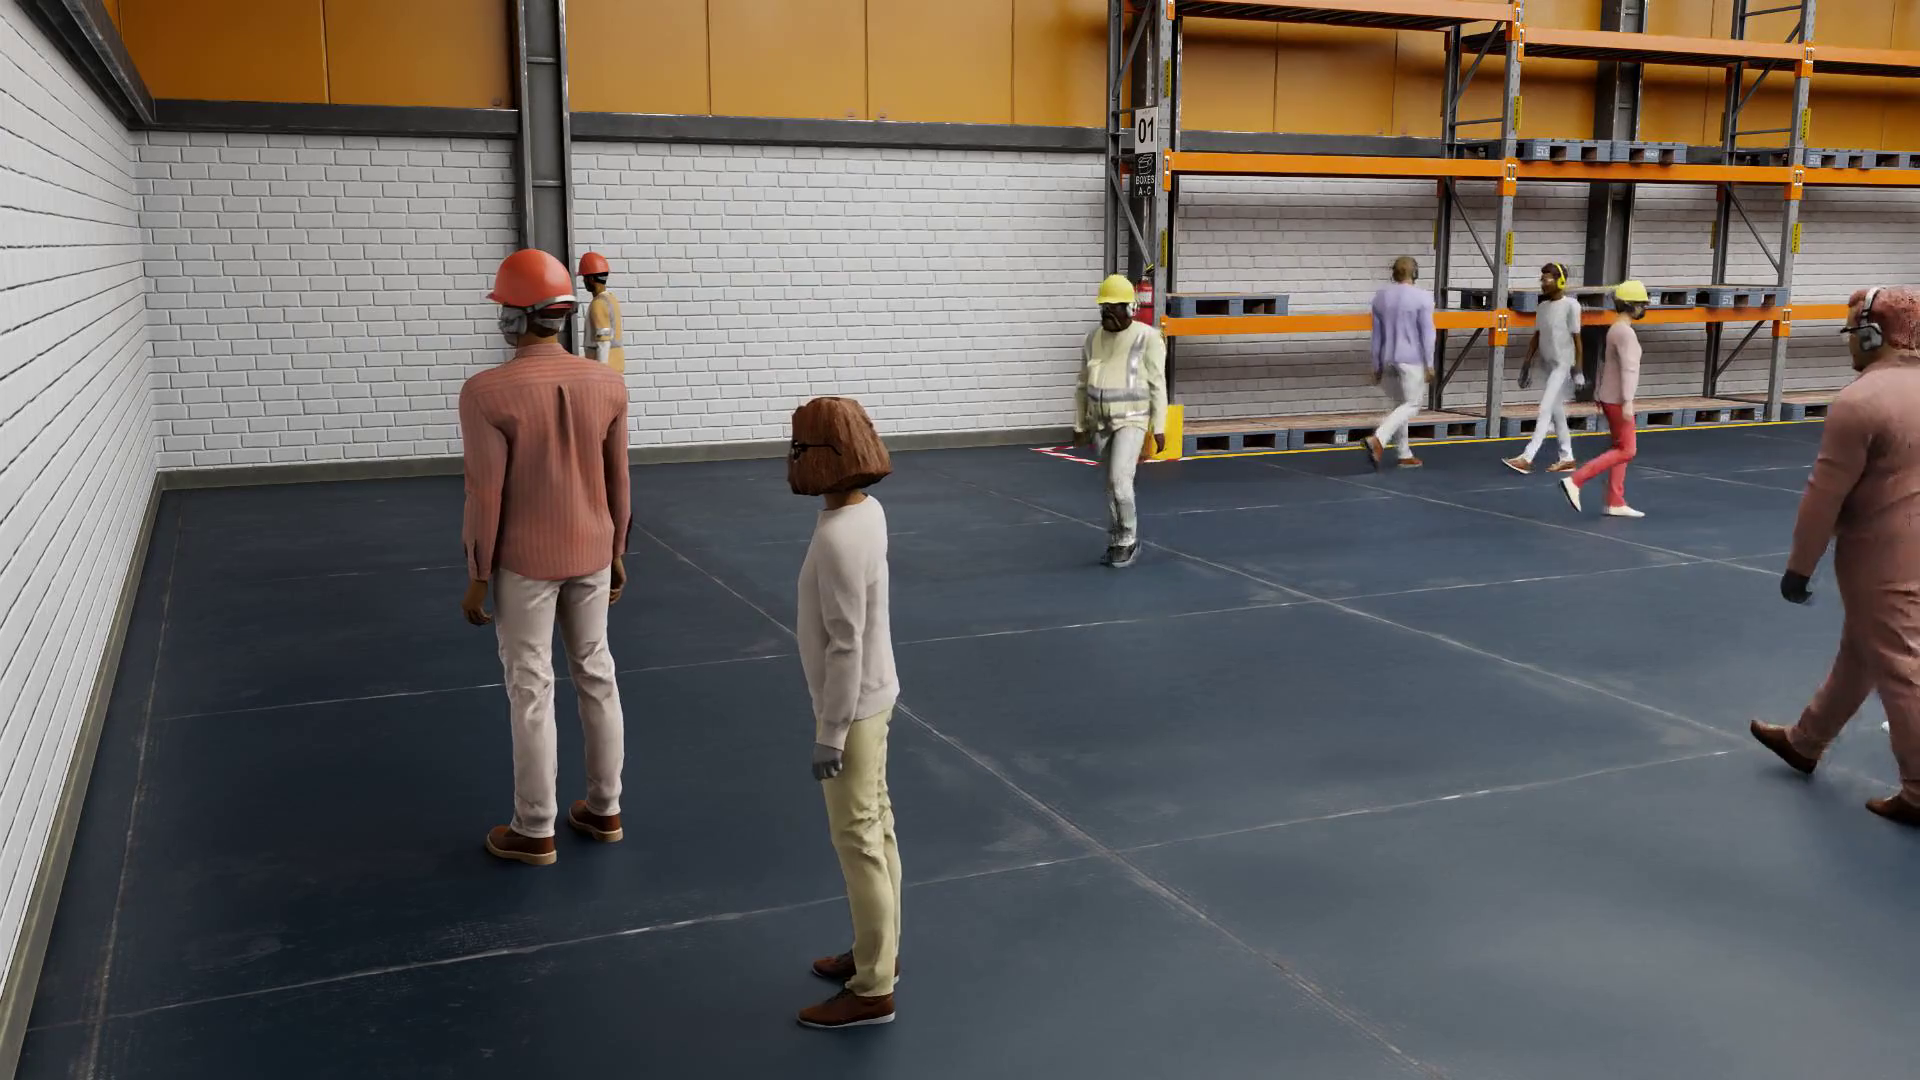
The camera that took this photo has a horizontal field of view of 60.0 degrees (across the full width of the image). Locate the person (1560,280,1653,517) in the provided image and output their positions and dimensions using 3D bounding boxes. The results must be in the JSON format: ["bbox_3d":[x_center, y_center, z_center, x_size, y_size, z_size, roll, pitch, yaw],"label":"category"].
[{"bbox_3d":[4.754,-1.017,12.134,0.536,1.747,0.536,2,10,14],"label":"person"}]

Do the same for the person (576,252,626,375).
[{"bbox_3d":[-2.942,-1.379,13.642,0.376,1.934,0.547,0,10,-1],"label":"person"}]

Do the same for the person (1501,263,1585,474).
[{"bbox_3d":[5.072,-1.477,14.472,0.886,1.829,0.542,-3,11,-17],"label":"person"}]

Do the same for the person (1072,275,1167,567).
[{"bbox_3d":[0.950,-0.724,10.310,0.625,1.815,0.513,9,13,41],"label":"person"}]

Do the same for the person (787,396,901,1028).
[{"bbox_3d":[-0.296,0.445,4.313,0.271,1.632,0.503,1,10,5],"label":"person"}]

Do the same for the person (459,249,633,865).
[{"bbox_3d":[-1.348,0.060,5.447,0.373,1.997,0.618,9,14,42],"label":"person"}]

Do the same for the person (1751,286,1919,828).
[{"bbox_3d":[3.191,0.037,5.943,0.654,1.859,0.965,-5,11,-27],"label":"person"}]

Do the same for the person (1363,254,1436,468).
[{"bbox_3d":[3.865,-1.562,14.712,0.721,1.920,0.638,-7,12,-33],"label":"person"}]

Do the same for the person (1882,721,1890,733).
[{"bbox_3d":[3.981,-0.059,6.408,0.592,1.897,0.735,-5,11,-25],"label":"person"}]
